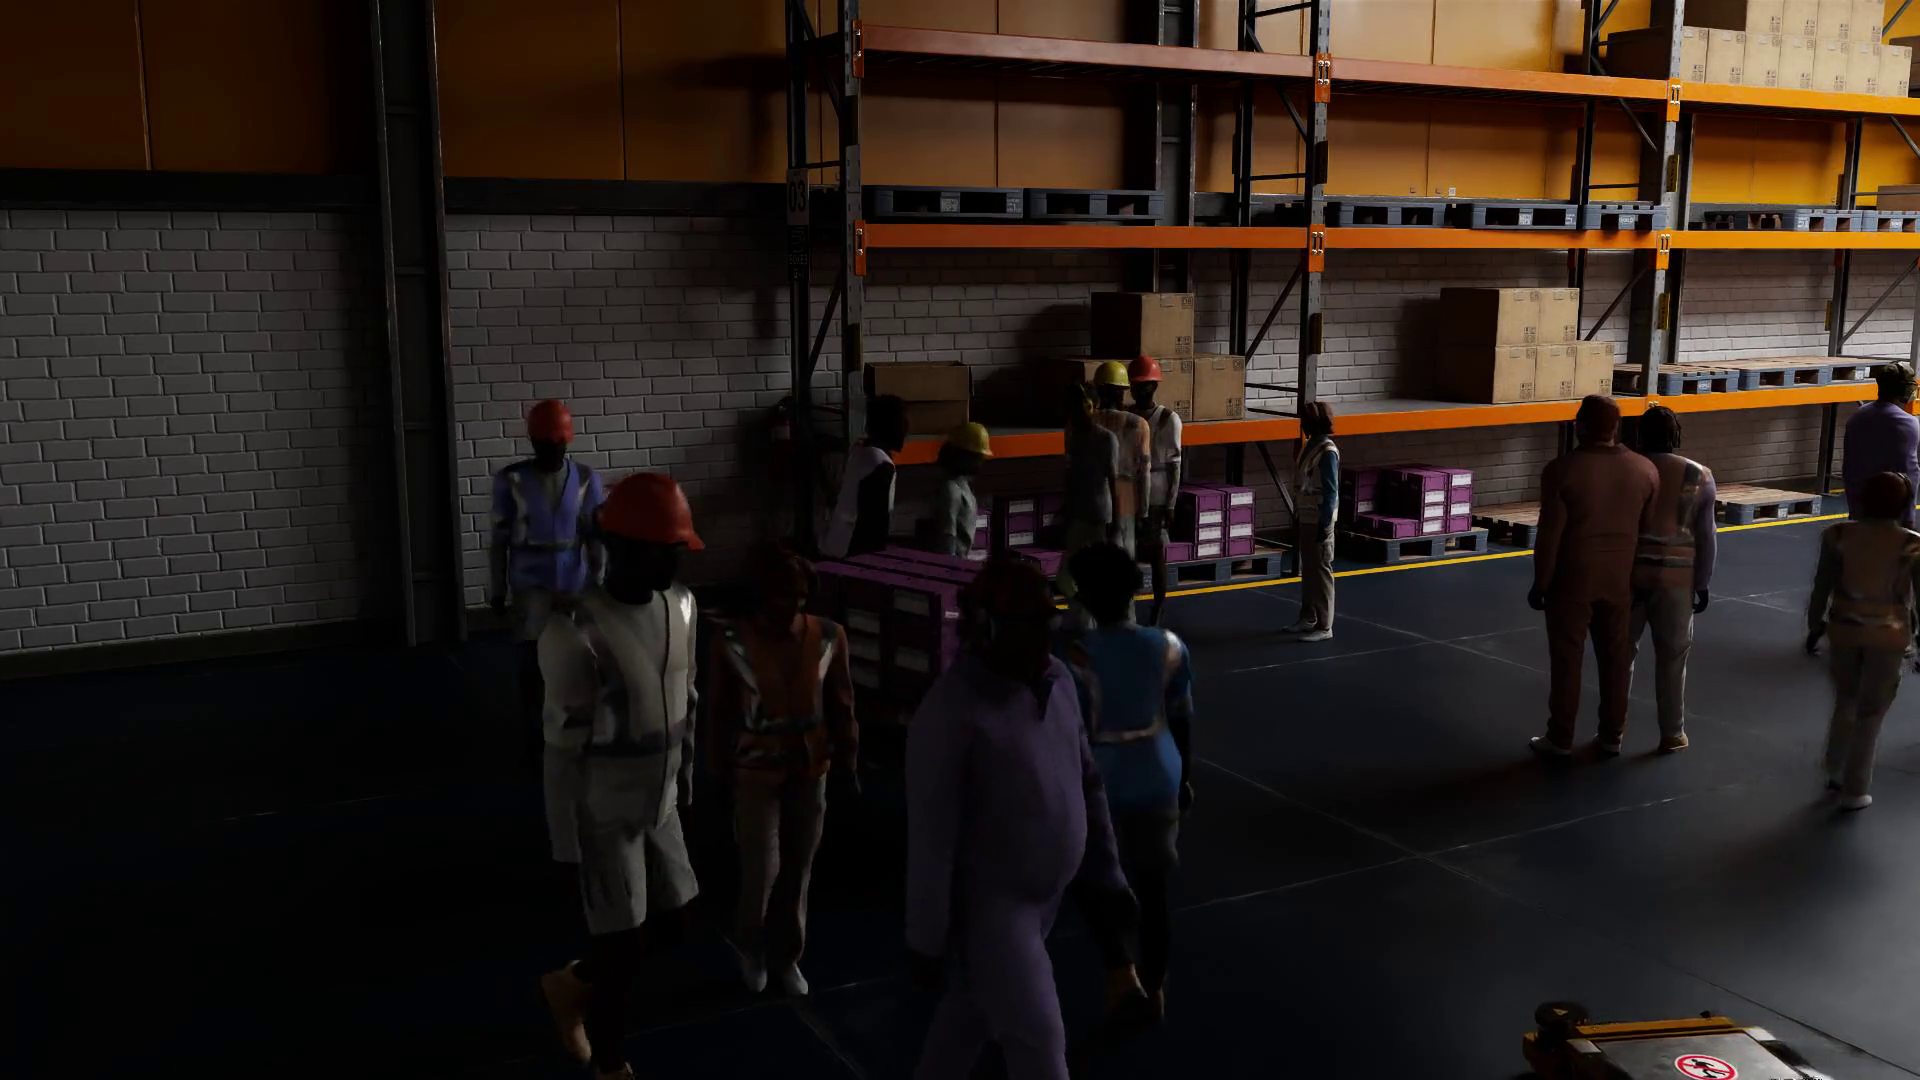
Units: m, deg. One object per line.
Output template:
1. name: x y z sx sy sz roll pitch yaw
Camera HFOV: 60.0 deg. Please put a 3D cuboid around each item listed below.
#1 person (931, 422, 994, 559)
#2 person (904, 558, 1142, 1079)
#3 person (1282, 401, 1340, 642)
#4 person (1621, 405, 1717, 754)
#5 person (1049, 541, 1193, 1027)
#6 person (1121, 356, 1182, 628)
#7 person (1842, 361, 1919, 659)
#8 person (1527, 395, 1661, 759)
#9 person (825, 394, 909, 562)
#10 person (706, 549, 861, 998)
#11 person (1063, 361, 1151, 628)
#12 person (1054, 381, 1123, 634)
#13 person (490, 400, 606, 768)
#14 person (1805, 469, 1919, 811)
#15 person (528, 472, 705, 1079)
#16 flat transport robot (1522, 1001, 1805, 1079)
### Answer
1. person: -0.117 0.179 9.347 0.630 1.708 0.536 1 10 6
2. person: 0.175 0.960 4.458 0.999 1.855 0.640 6 11 31
3. person: 2.419 -0.127 11.338 0.306 1.637 0.522 -1 10 -8
4. person: 3.655 0.210 8.808 0.625 1.845 0.429 5 11 28
5. person: 0.547 0.847 5.592 0.589 1.675 0.452 -4 11 -20
6. person: 1.236 -0.290 11.414 0.552 1.938 0.365 6 12 33
7. person: 6.029 -0.200 10.887 0.359 1.938 0.635 -1 10 -6
8. person: 3.284 0.196 8.704 0.655 1.905 0.407 -1 10 -7
9. person: -0.614 0.083 9.557 1.030 1.852 0.584 -1 10 -8
10. person: -0.625 0.833 5.870 0.514 1.620 0.373 -4 11 -22
11. person: 0.981 -0.221 11.063 0.586 1.921 0.383 3 10 19
12. person: 0.849 -0.076 10.493 0.478 1.845 0.650 -7 12 -36
13. person: -2.092 0.226 8.520 0.550 1.906 0.573 -6 11 -29
14. person: 4.335 0.474 7.888 0.460 1.621 0.545 -8 13 -39
15. person: -1.047 0.784 4.998 0.680 2.016 0.640 6 11 29
16. flat transport robot: 2.246 1.700 4.745 0.652 0.197 1.431 -1 10 -8
